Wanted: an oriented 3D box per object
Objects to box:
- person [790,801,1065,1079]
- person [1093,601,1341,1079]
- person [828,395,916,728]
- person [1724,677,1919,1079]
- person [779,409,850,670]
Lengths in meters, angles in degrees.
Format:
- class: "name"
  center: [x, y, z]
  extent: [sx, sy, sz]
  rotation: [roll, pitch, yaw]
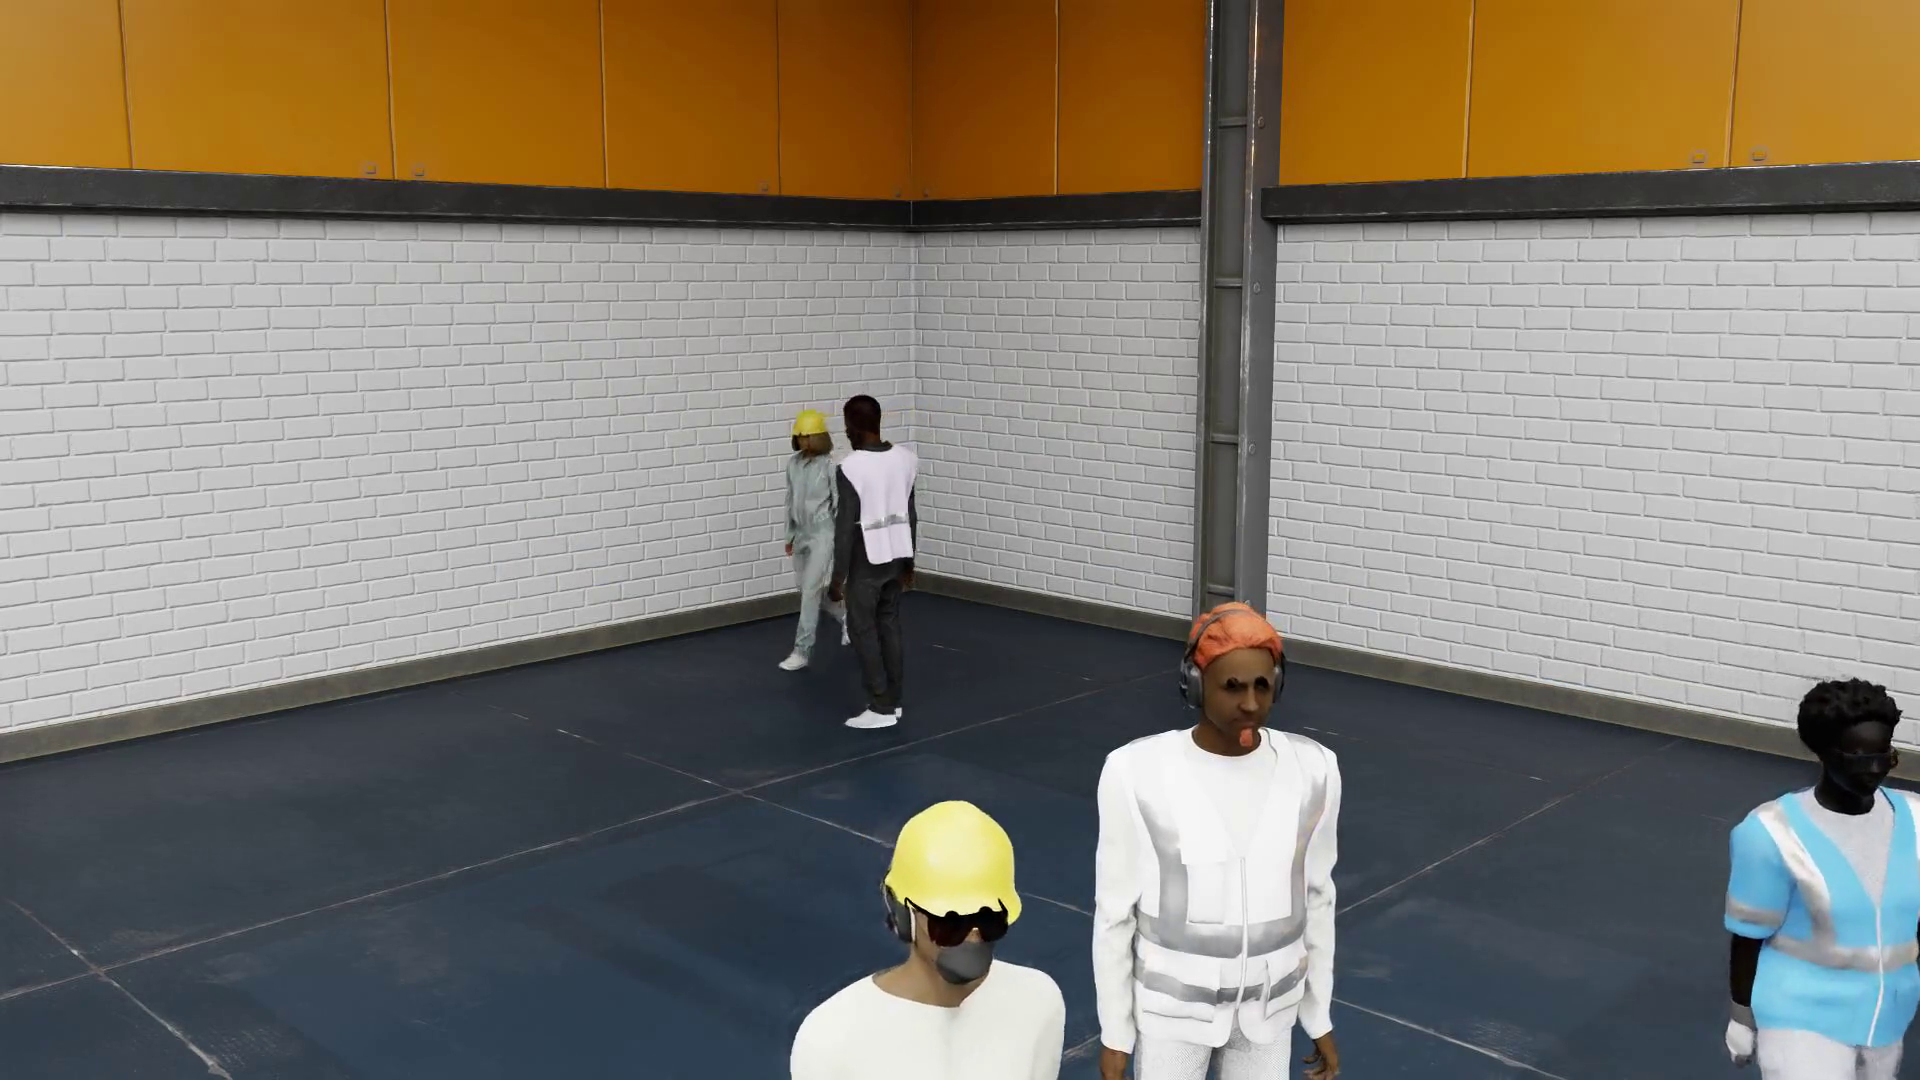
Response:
- class: "person"
  center: [-0.076, 1.269, 2.918]
  extent: [0.531, 1.748, 0.572]
  rotation: [-4, 10, -25]
- class: "person"
  center: [0.578, 1.070, 3.732]
  extent: [0.572, 1.884, 0.356]
  rotation: [-2, 9, -12]
- class: "person"
  center: [-0.465, 0.128, 9.532]
  extent: [0.445, 1.904, 0.658]
  rotation: [8, 12, 39]
- class: "person"
  center: [2.094, 1.122, 4.074]
  extent: [0.530, 1.666, 0.808]
  rotation: [-2, 9, -9]
- class: "person"
  center: [-0.919, -0.028, 10.984]
  extent: [0.489, 1.708, 0.745]
  rotation: [8, 12, 41]
